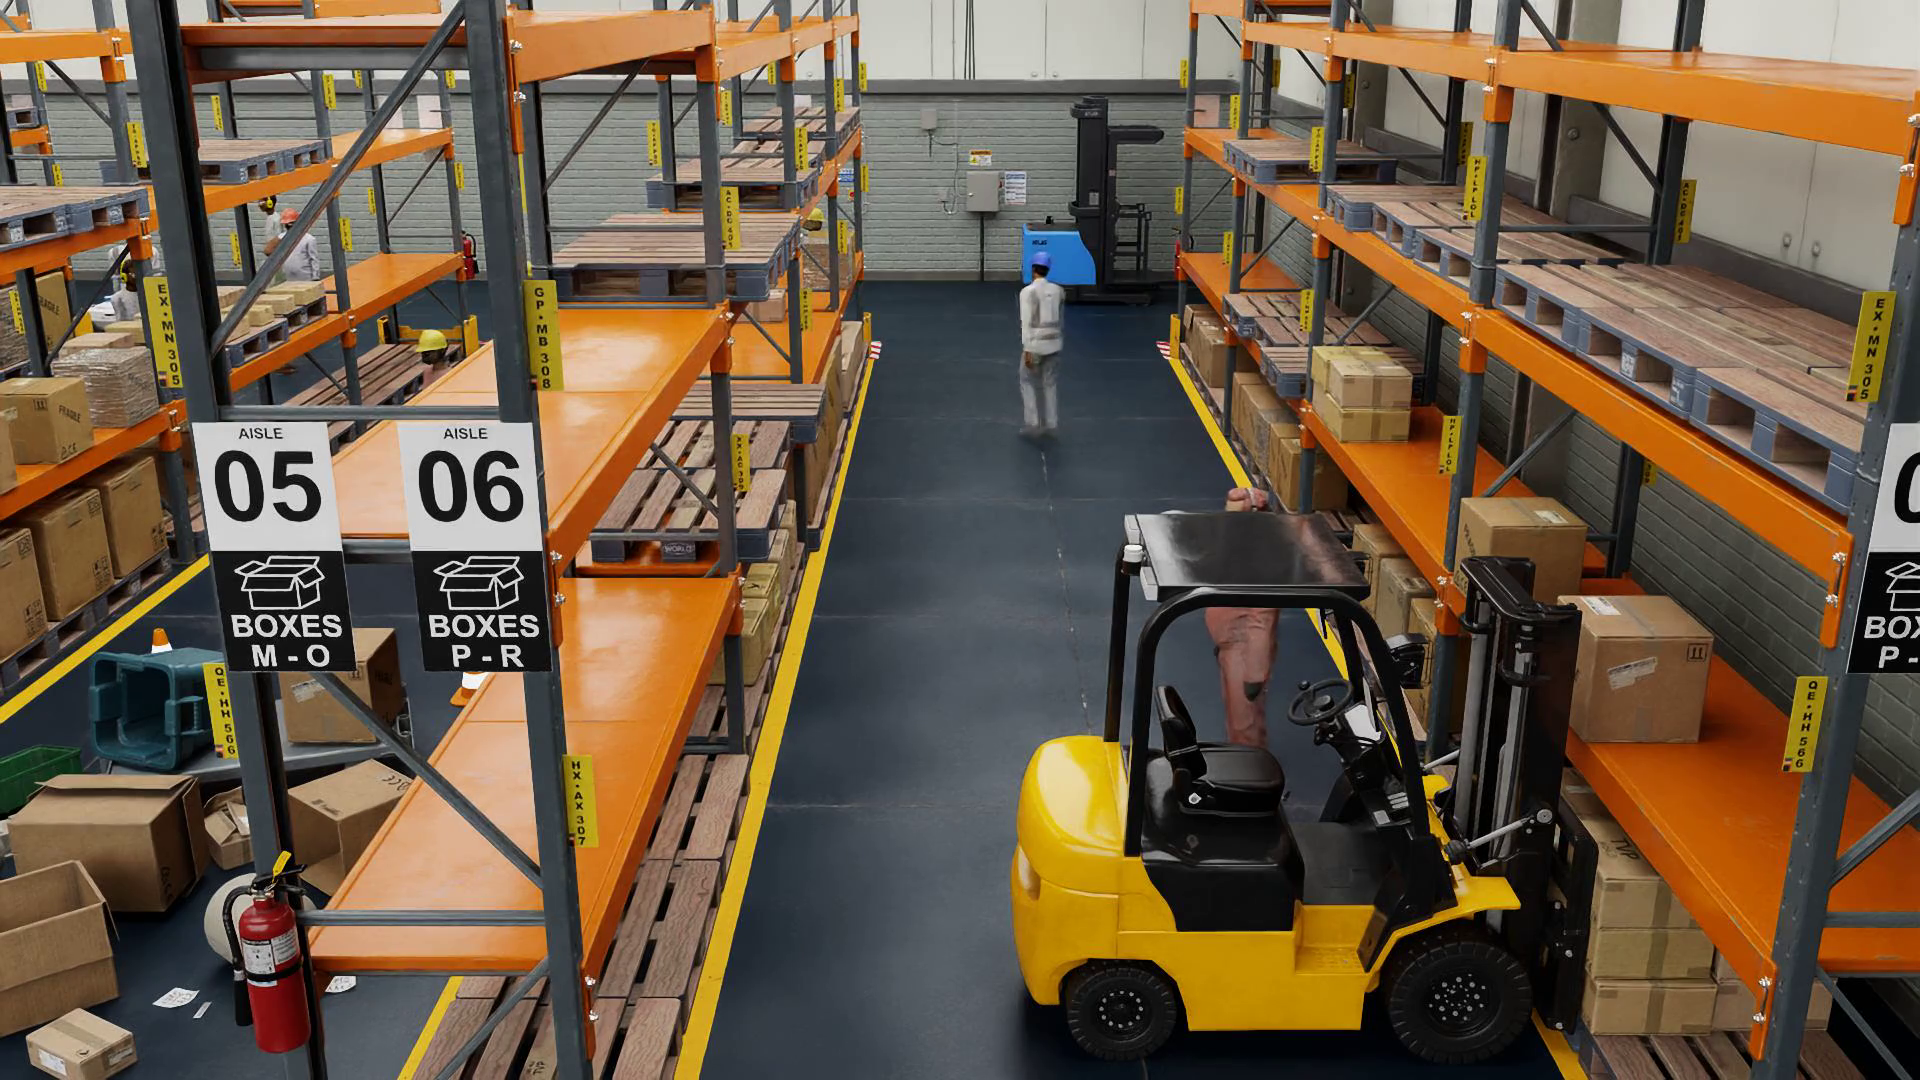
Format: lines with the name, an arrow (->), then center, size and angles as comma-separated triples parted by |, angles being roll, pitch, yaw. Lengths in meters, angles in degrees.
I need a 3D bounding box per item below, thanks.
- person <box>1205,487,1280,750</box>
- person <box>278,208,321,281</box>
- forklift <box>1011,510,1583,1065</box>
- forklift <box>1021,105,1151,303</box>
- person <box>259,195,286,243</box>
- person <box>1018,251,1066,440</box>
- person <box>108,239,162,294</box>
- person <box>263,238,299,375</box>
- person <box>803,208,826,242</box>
person -> 1.541, 0.620, 9.161 | 0.400, 1.905, 0.643 | 0, 18, -1
person -> -8.592, -3.424, 21.610 | 0.564, 1.752, 0.337 | 4, 19, 11
forklift -> 1.387, 1.055, 7.378 | 2.313, 2.155, 1.214 | 0, 18, 0
forklift -> 1.857, -4.944, 24.441 | 1.873, 2.768, 1.129 | 0, 18, 0
person -> -9.272, -3.799, 22.581 | 0.340, 1.867, 0.518 | -12, 22, -31
person -> 0.846, -1.976, 16.997 | 0.632, 1.901, 0.582 | -12, 22, -33
person -> -9.674, -2.856, 19.625 | 0.545, 1.931, 0.380 | -6, 19, -17
person -> -8.156, -2.798, 19.927 | 0.314, 1.618, 0.513 | -6, 19, -18
person -> -1.900, -3.477, 21.806 | 0.325, 1.732, 0.489 | -1, 18, -4
